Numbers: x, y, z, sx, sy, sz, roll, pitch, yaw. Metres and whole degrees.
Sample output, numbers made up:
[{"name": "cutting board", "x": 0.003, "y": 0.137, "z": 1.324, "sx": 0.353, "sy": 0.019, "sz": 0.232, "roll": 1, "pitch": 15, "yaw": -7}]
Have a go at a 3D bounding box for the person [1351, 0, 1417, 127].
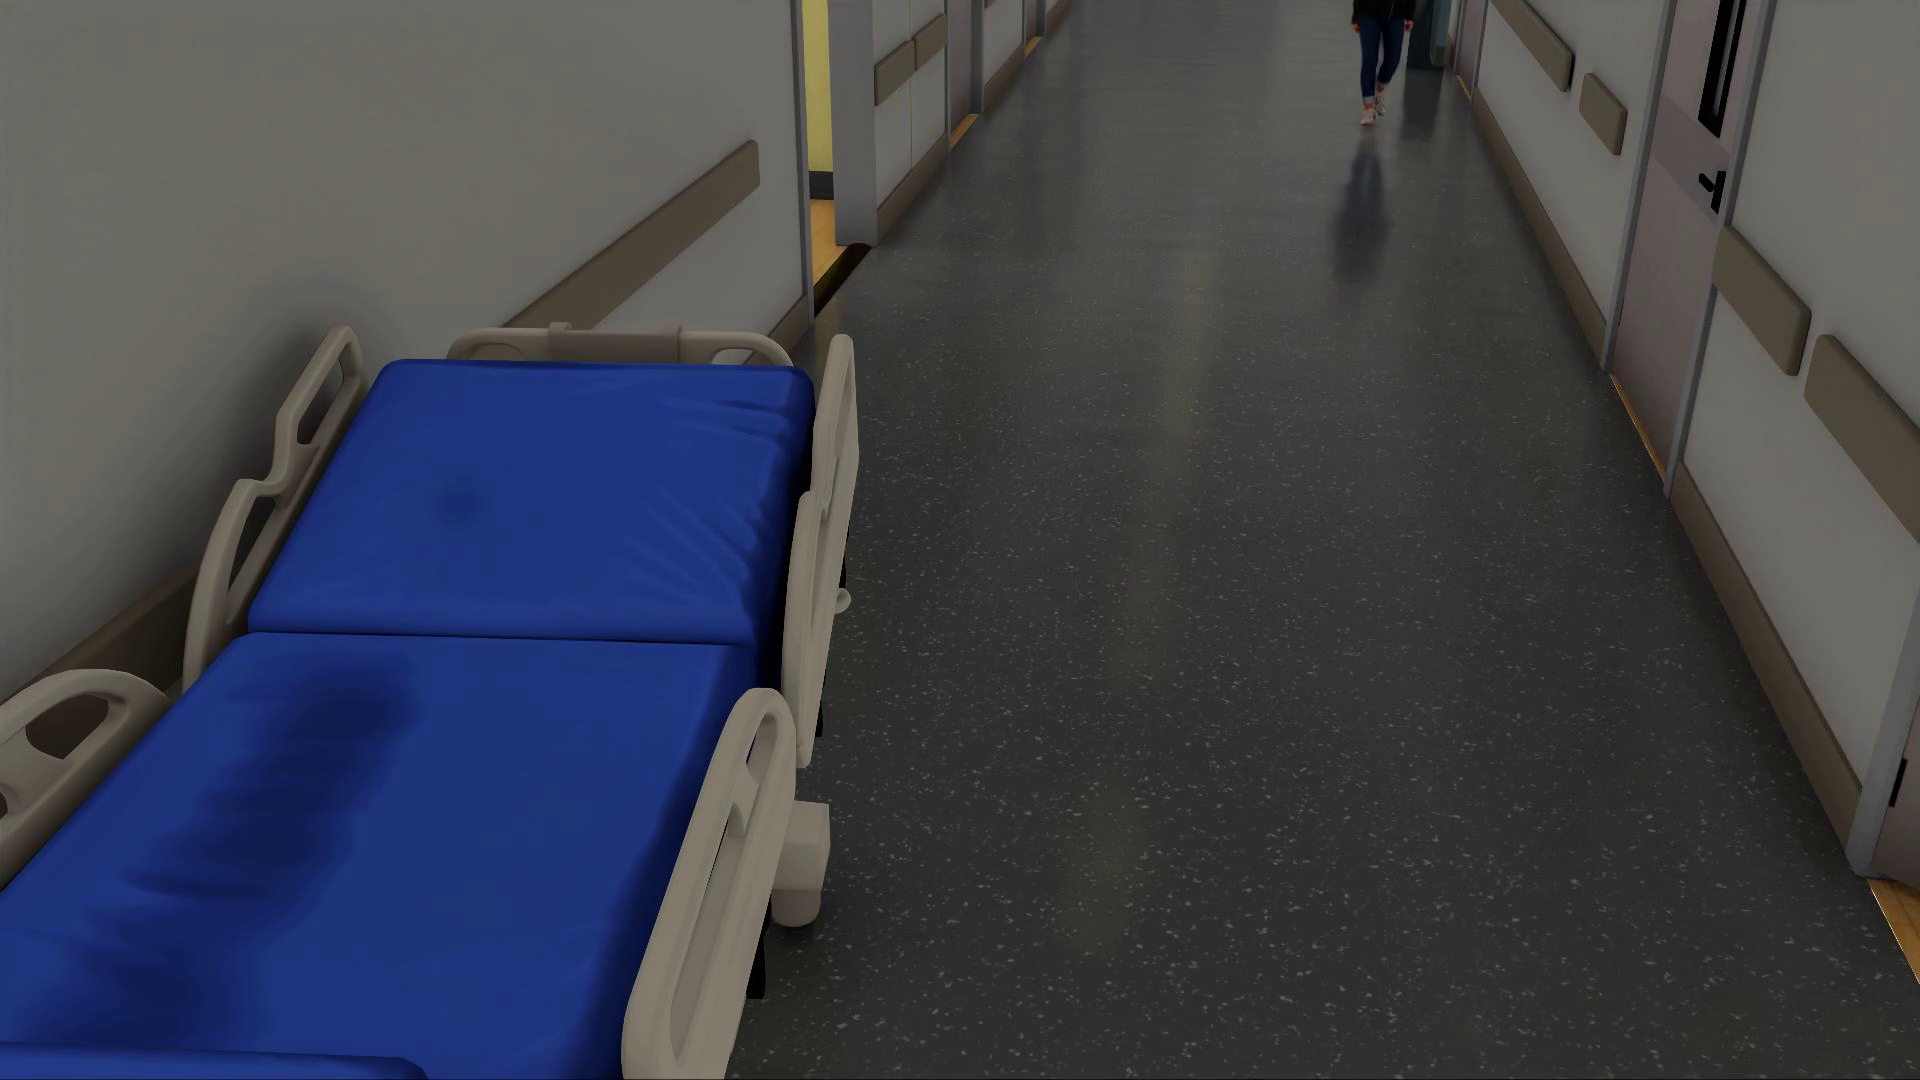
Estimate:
[{"name": "person", "x": 2.865, "y": -3.589, "z": 11.303, "sx": 0.581, "sy": 1.477, "sz": 0.643, "roll": 3, "pitch": 26, "yaw": 6}]
